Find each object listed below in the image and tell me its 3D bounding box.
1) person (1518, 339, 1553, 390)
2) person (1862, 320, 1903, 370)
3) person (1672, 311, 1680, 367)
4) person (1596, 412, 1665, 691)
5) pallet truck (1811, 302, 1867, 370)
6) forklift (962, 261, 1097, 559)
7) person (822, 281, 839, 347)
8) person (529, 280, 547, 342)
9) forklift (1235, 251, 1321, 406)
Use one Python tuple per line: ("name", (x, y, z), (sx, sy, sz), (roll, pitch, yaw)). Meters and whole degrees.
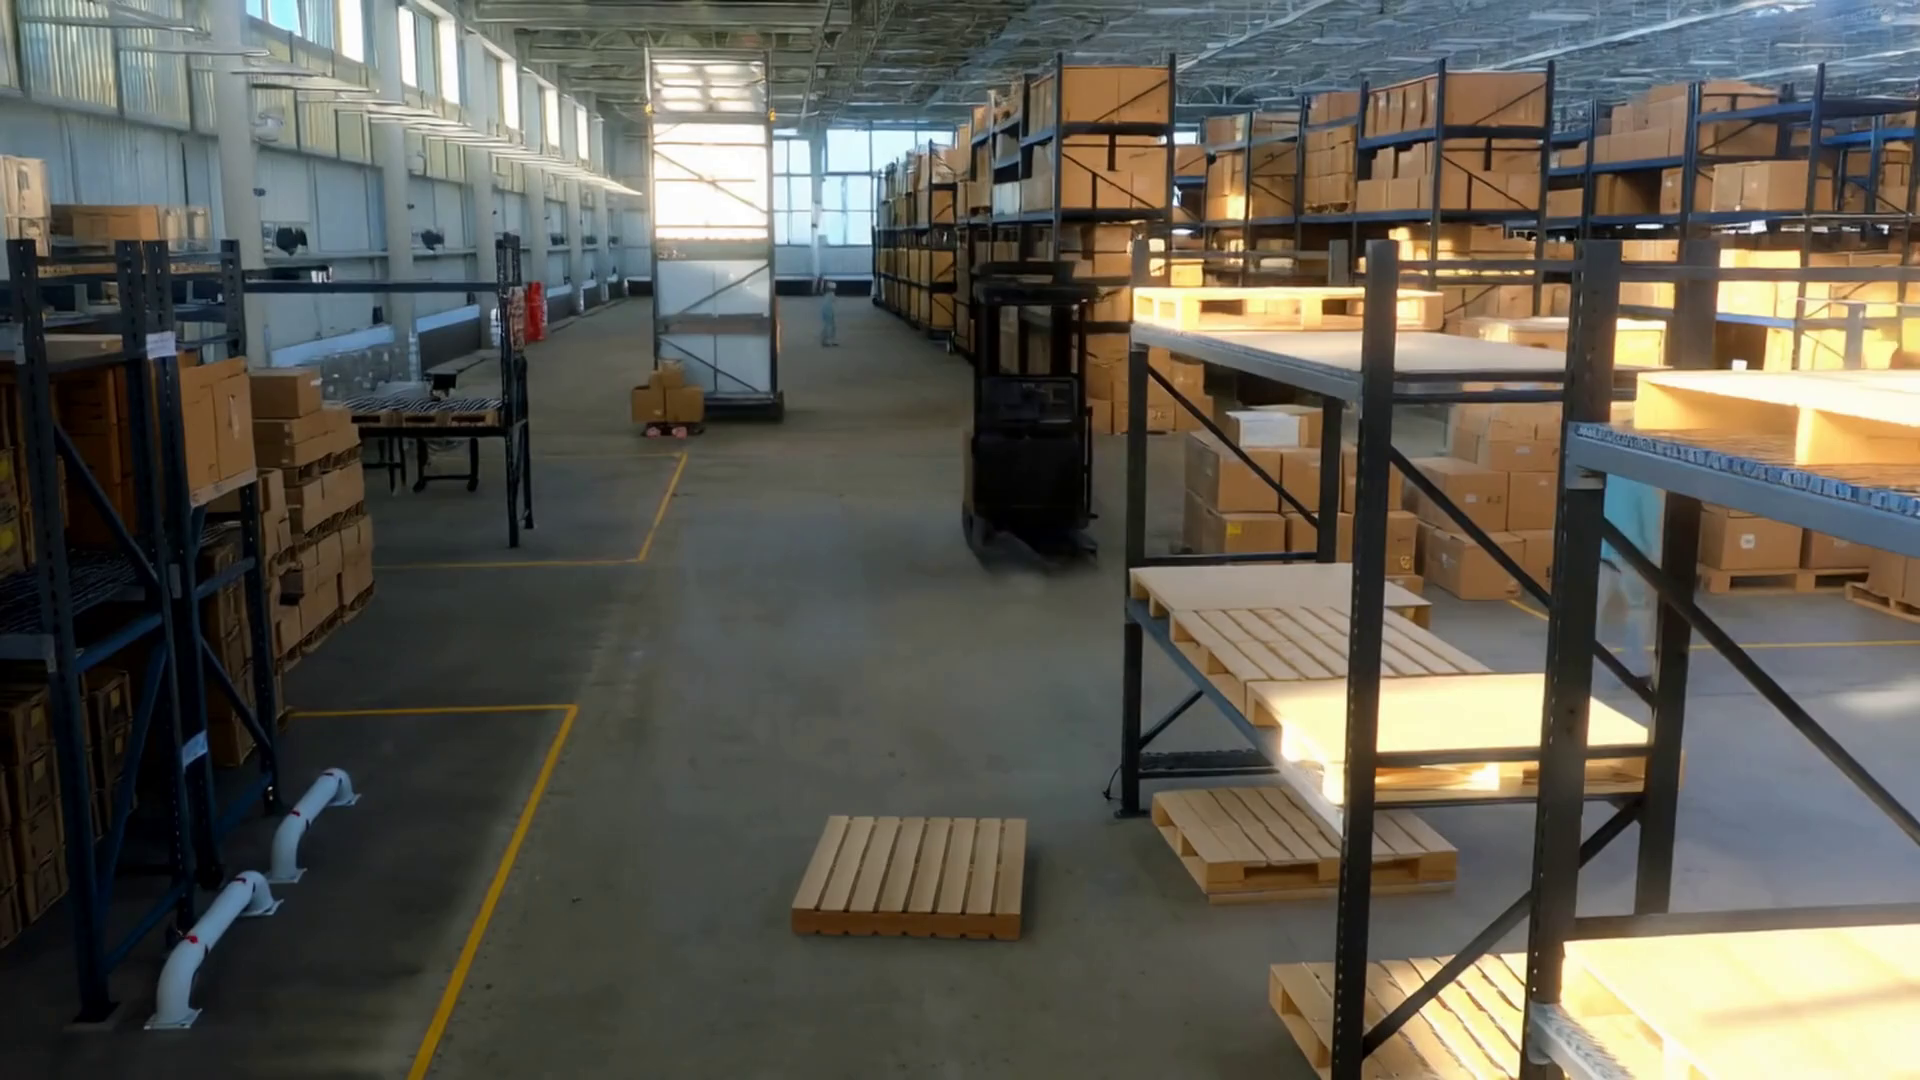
("person", (6.723, -1.369, 19.277), (0.926, 1.880, 0.601), (3, 11, 14))
("person", (13.191, -2.202, 23.867), (0.459, 1.892, 0.608), (-4, 11, -21))
("person", (11.419, -2.622, 26.085), (0.695, 1.955, 0.632), (-6, 12, -29))
("person", (4.421, 0.089, 11.173), (0.675, 1.903, 0.633), (-8, 13, -37))
("pallet truck", (15.846, -3.142, 28.793), (1.885, 1.965, 0.823), (2, 10, 12))
("forklift", (0.638, -1.349, 16.409), (1.129, 2.768, 1.873), (-1, 10, -6))
("person", (-3.673, -6.433, 47.335), (0.600, 1.875, 0.782), (-2, 10, -9))
("person", (-12.598, -6.837, 49.726), (0.561, 1.836, 0.393), (3, 11, 18))
("forklift", (5.846, -3.911, 30.606), (1.129, 2.768, 1.873), (-1, 10, -6))
